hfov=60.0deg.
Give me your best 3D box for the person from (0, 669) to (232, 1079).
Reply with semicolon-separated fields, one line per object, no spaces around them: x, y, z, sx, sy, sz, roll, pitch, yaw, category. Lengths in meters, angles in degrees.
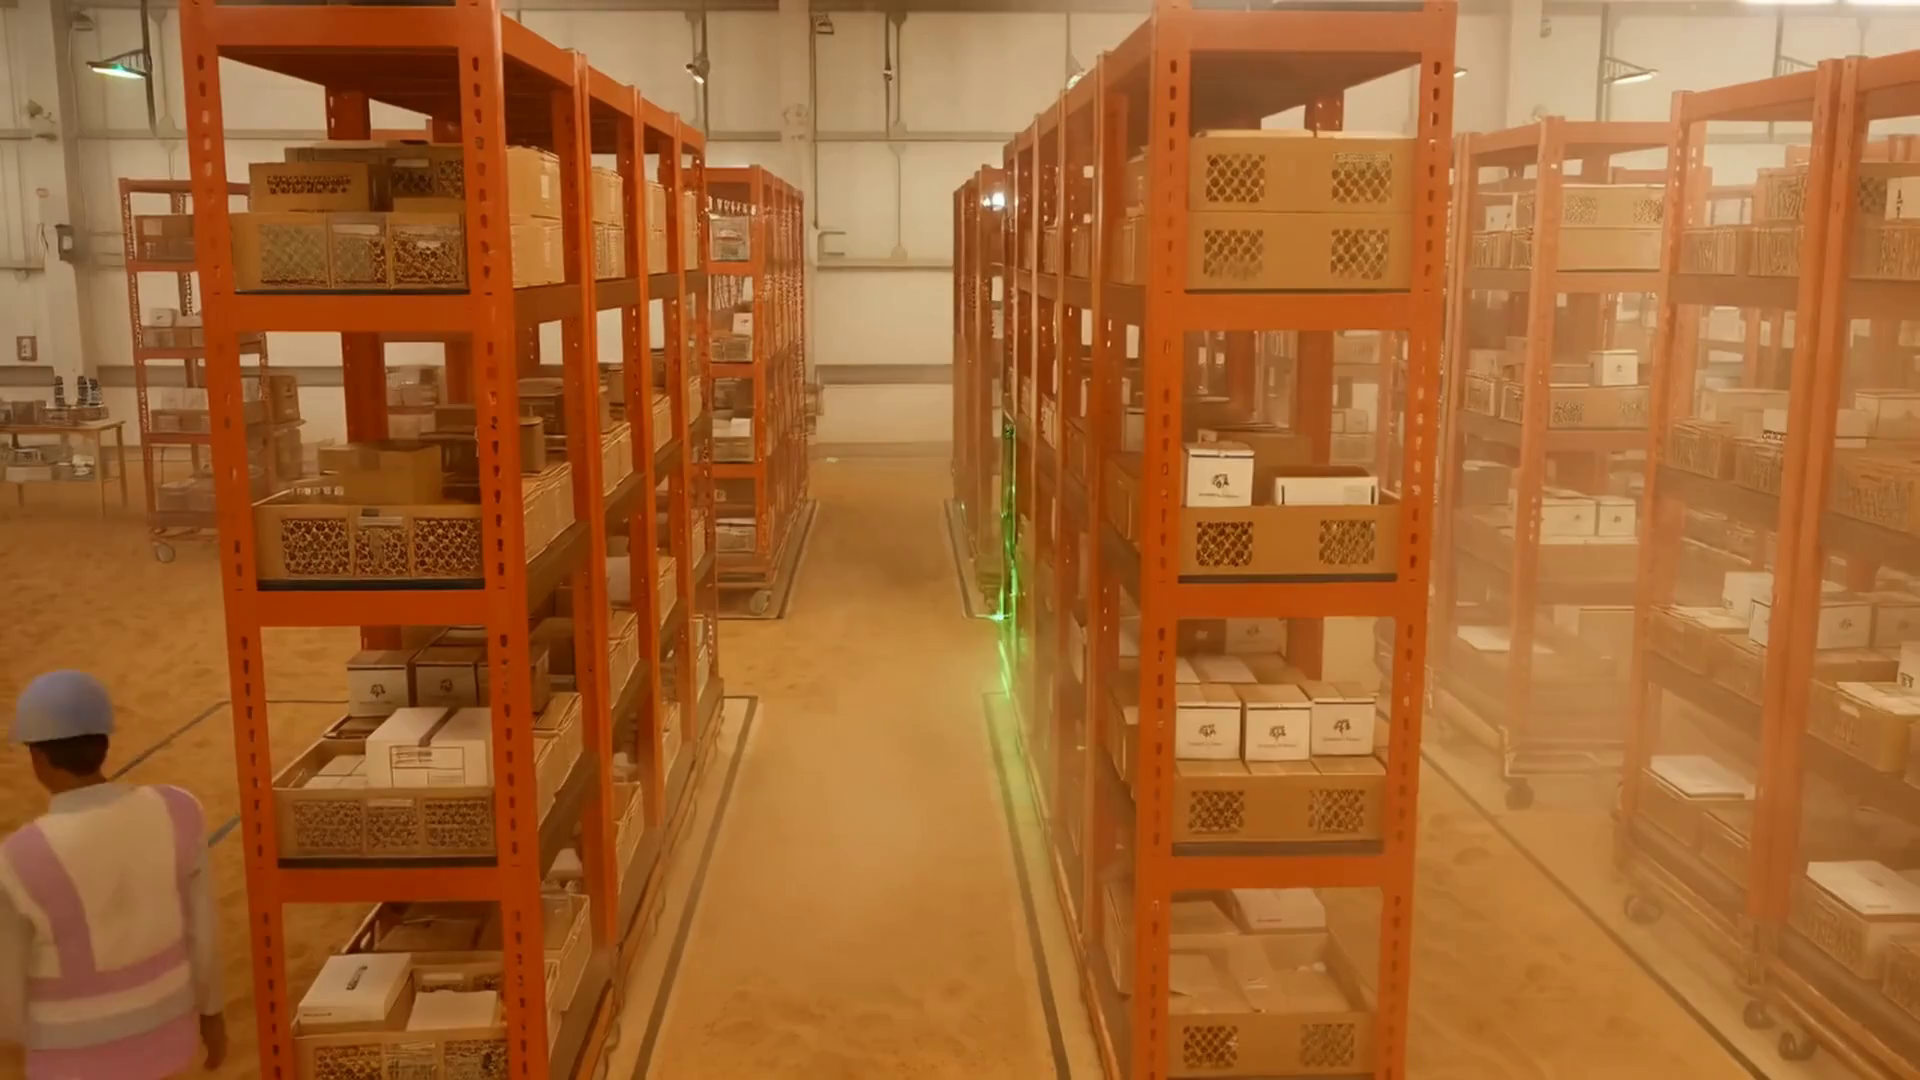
-2.189;1.283;4.217;0.455;1.921;0.691;5;11;29;person
